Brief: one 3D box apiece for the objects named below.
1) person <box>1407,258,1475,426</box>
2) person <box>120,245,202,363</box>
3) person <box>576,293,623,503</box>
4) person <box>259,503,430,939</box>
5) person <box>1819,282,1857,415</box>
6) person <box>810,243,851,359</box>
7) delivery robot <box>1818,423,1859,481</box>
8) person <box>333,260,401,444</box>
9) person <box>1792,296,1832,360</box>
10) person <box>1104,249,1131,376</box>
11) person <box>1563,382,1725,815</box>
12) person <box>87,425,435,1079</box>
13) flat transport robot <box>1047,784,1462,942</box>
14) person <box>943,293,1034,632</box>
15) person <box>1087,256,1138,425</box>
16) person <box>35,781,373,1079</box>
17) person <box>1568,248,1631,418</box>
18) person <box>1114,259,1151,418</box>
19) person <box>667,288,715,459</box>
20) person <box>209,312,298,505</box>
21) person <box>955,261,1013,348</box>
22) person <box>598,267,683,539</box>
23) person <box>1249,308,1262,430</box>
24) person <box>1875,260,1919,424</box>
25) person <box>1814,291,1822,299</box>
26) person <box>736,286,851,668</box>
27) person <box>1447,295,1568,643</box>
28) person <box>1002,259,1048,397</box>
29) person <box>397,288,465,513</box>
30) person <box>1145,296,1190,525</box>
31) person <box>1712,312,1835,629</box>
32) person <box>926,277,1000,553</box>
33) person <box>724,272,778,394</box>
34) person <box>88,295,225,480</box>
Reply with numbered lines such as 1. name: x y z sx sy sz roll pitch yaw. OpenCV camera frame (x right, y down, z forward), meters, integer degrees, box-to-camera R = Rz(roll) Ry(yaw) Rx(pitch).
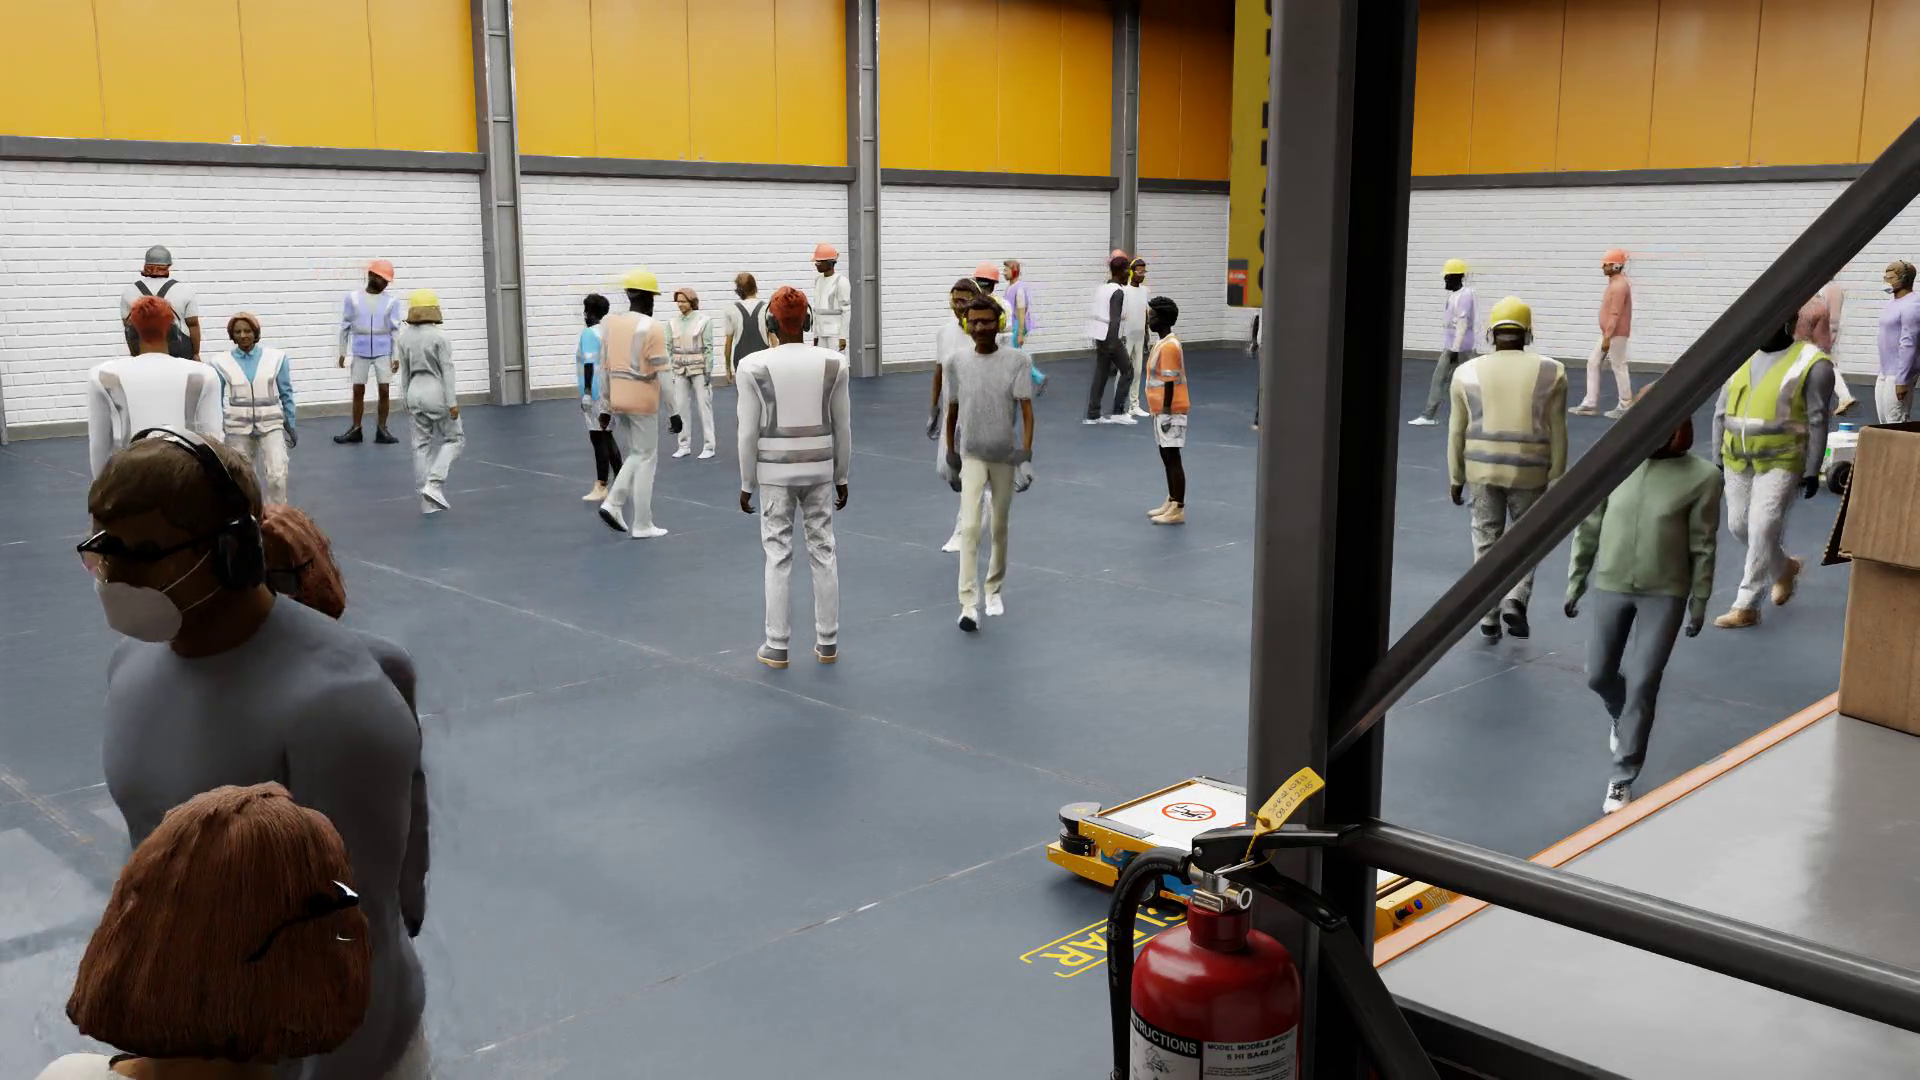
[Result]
1. person: 5.581 -2.184 18.534 0.983 1.881 0.599 -1 10 -5
2. person: -7.682 -1.826 16.100 0.680 2.000 0.536 -2 11 -10
3. person: -2.911 -1.143 13.416 0.317 1.665 0.619 1 10 5
4. person: -1.333 0.719 3.373 0.497 1.621 0.407 -2 11 -9
5. person: 10.286 -2.388 19.812 0.621 1.813 0.846 -4 11 -22
6. person: -1.510 -2.390 19.177 0.395 2.040 0.609 -9 14 -40
7. delivery robot: 7.419 -0.737 13.963 0.707 0.478 0.477 -4 11 -20
8. person: -6.065 -1.897 16.932 0.737 1.888 0.434 -4 11 -19
9. person: 7.135 -1.428 14.316 0.679 1.904 0.398 10 15 44
10. person: 2.338 -3.434 25.214 0.580 1.908 0.831 9 14 42
11. person: 2.563 0.190 6.248 0.526 1.609 0.575 6 12 31
12. person: -0.996 0.755 2.485 0.653 1.887 1.052 6 12 28
13. flat transport robot: 1.022 1.042 5.290 0.652 0.197 1.431 -10 14 -44
14. person: 0.151 -0.416 9.043 0.499 1.815 0.947 0 10 2
15. person: 1.753 -2.235 18.745 0.693 1.894 0.607 -2 11 -13
16. person: -0.687 1.032 1.660 0.517 1.620 0.337 4 11 20
17. person: 7.510 -2.403 19.424 0.842 1.966 0.637 2 11 12
18. person: 2.035 -2.356 19.506 0.507 1.861 0.329 -8 13 -38
19. person: -2.576 -1.592 15.942 0.518 1.633 0.311 4 11 21
20. person: -4.737 -0.712 11.155 0.548 1.622 0.404 -4 11 -22
21. person: 0.195 -1.651 15.560 0.586 1.901 0.832 2 11 11
22. person: -2.255 -0.954 11.711 0.605 1.907 0.441 9 14 42
23. person: 3.575 -2.194 18.429 0.917 1.917 0.621 -8 13 -36
24. person: 7.859 -1.374 13.958 0.369 1.932 0.623 3 11 15
25. person: 8.895 -2.056 17.478 0.397 1.992 0.621 3 11 17
26. person: -0.819 -0.305 8.230 0.574 1.886 0.356 -4 11 -19
27. person: 2.842 -0.355 8.660 0.601 1.819 0.418 4 11 22
28. person: 0.776 -2.693 21.414 0.702 1.829 0.573 -2 11 -11
29. person: -4.064 -1.064 12.776 0.512 1.728 0.367 4 11 20
30. person: 1.538 -0.961 12.356 0.327 1.686 0.537 0 10 2
31. person: 4.484 -0.443 9.175 0.784 1.824 0.635 -6 12 -30
32. person: 0.045 -0.863 11.367 0.538 1.849 0.656 7 12 33
33. person: -1.983 -1.656 15.900 0.540 1.789 0.966 -1 10 -4
34. person: -3.822 -0.235 7.973 0.581 1.846 0.917 -5 12 -25
